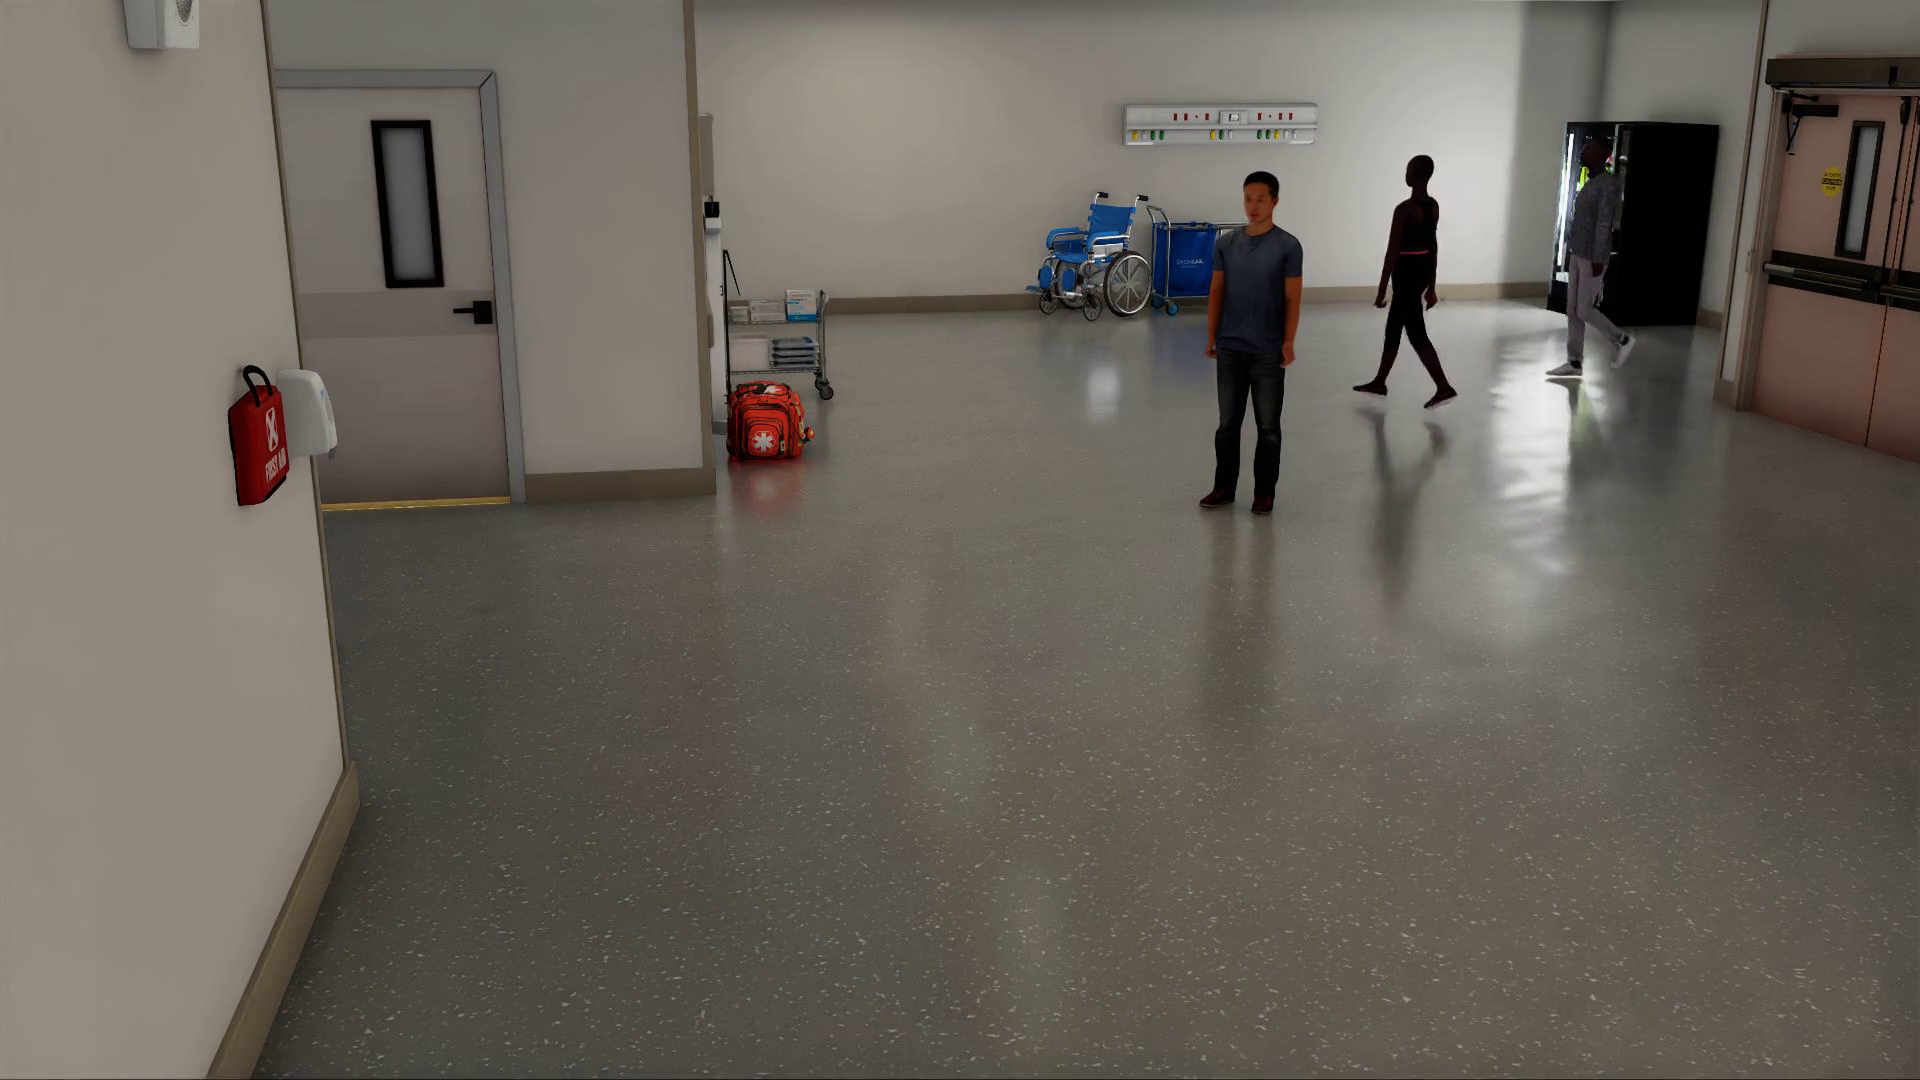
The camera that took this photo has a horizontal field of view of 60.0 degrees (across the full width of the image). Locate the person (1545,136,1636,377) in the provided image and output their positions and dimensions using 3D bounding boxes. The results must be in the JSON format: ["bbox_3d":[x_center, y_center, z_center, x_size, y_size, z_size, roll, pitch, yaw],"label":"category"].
[{"bbox_3d":[4.908,-2.146,12.721,0.826,1.828,0.849,0,16,-1],"label":"person"}]

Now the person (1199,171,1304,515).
[{"bbox_3d":[1.559,-1.048,8.866,0.726,1.804,0.751,8,18,26],"label":"person"}]

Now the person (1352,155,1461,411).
[{"bbox_3d":[3.177,-1.686,11.463,0.949,1.624,1.208,-12,19,-35],"label":"person"}]
